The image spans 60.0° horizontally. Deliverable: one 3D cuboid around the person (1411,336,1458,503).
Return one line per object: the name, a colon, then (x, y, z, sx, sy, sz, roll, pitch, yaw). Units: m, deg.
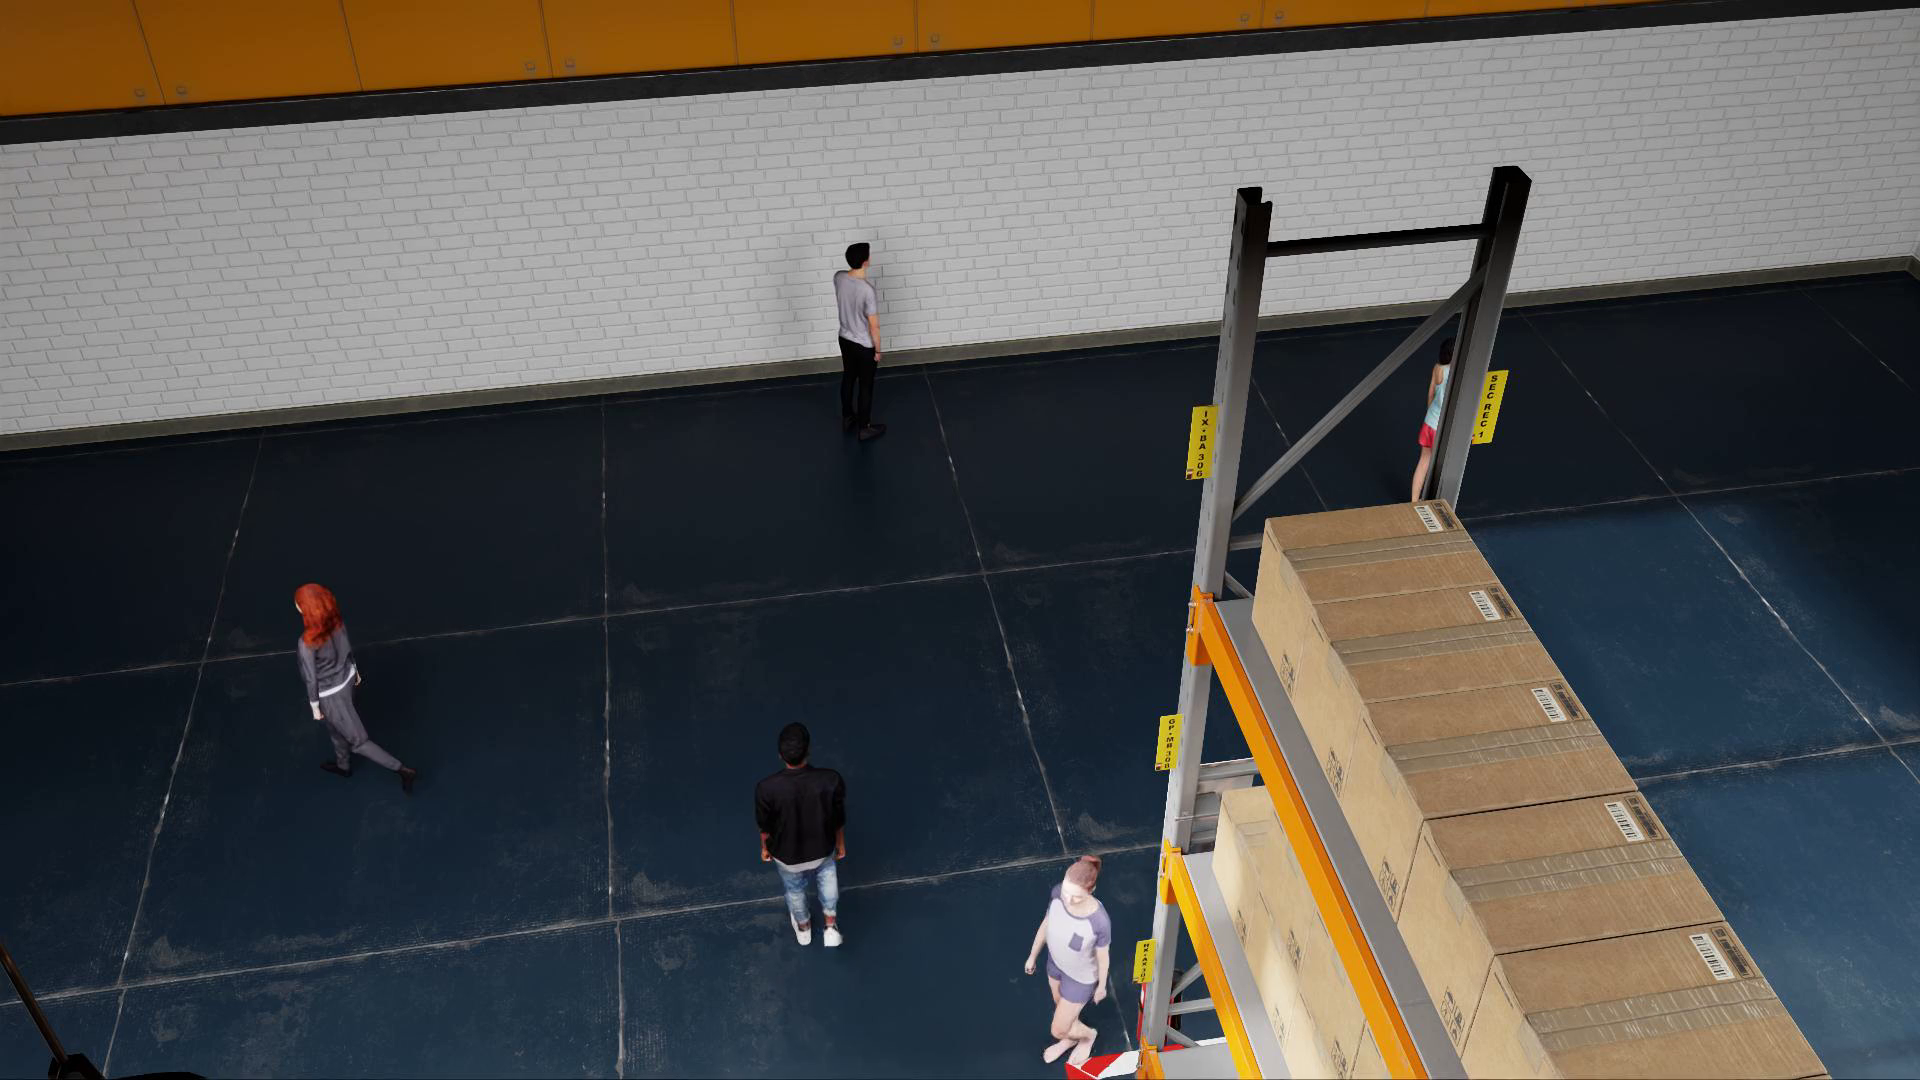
person: (3.890, -0.887, 13.390, 0.718, 1.774, 0.600, -17, 42, -20)

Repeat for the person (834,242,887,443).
person: (-0.892, -1.721, 14.362, 0.699, 1.863, 0.796, 31, 48, 33)

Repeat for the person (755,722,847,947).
person: (-0.928, 1.854, 9.938, 0.725, 1.798, 0.772, -10, 40, -12)

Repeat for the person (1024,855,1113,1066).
person: (0.709, 2.357, 9.345, 0.790, 1.752, 0.698, -25, 45, -28)

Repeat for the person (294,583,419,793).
person: (-4.063, 1.025, 11.015, 0.933, 1.749, 1.072, 9, 40, 11)
